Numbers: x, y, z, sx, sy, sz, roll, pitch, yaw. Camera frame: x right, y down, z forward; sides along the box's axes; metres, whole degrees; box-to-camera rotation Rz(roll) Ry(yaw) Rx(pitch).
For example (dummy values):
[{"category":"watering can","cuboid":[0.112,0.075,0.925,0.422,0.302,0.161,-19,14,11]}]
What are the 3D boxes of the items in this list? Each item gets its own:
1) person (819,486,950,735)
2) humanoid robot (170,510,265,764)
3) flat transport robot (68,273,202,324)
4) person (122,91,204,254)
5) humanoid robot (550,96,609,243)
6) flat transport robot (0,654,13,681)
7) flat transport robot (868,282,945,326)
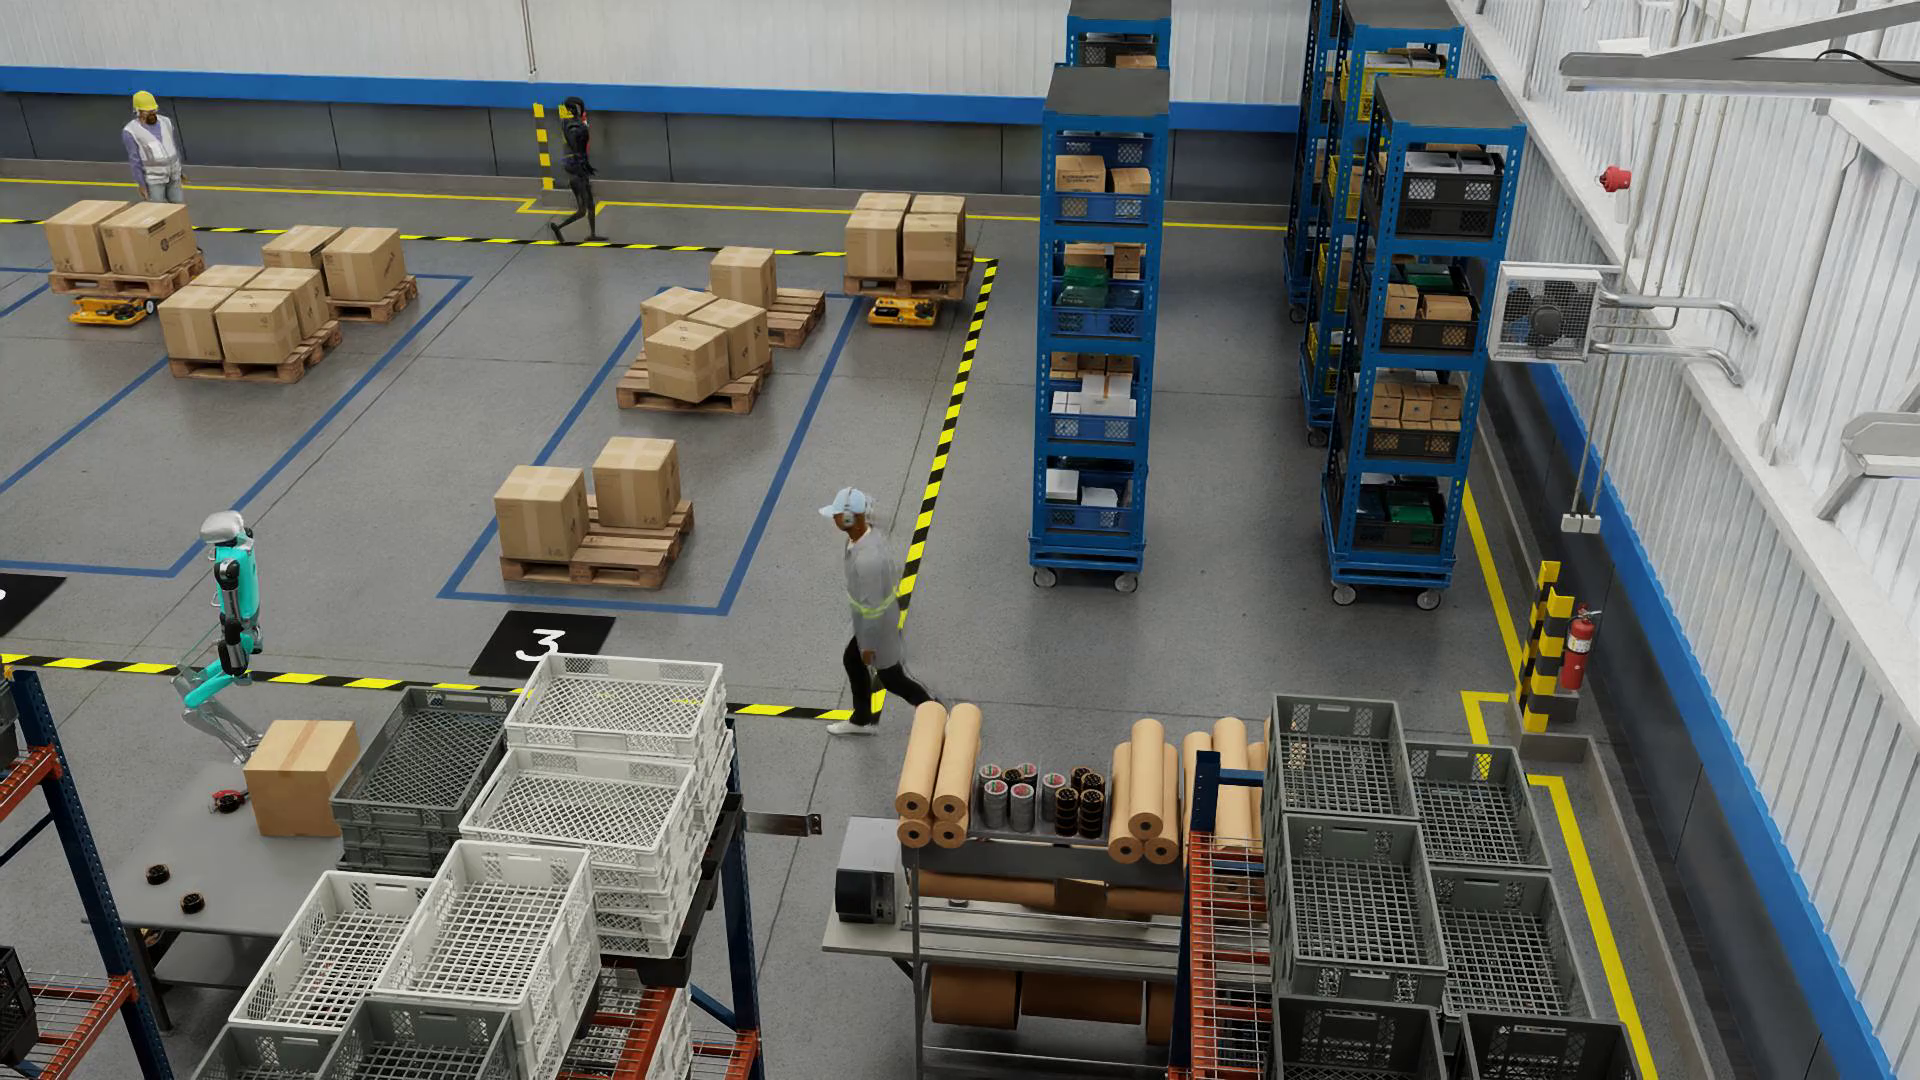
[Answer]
[{"category":"person","cuboid":[-0.451,0.486,10.309,0.761,1.815,0.607,-7,31,-11]},{"category":"humanoid robot","cuboid":[-4.508,0.617,10.021,0.735,1.677,0.533,-5,31,-9]},{"category":"flat transport robot","cuboid":[-8.457,-2.576,17.070,0.652,0.197,1.431,3,30,6]},{"category":"person","cuboid":[-8.537,-3.893,17.824,0.466,1.824,0.605,15,33,24]},{"category":"humanoid robot","cuboid":[-4.245,-4.063,18.262,0.559,1.645,0.597,-3,30,-4]},{"category":"flat transport robot","cuboid":[-7.142,0.969,11.010,1.431,0.231,0.659,3,30,6]},{"category":"flat transport robot","cuboid":[-0.508,-2.573,17.066,0.652,0.197,1.431,3,30,6]}]
